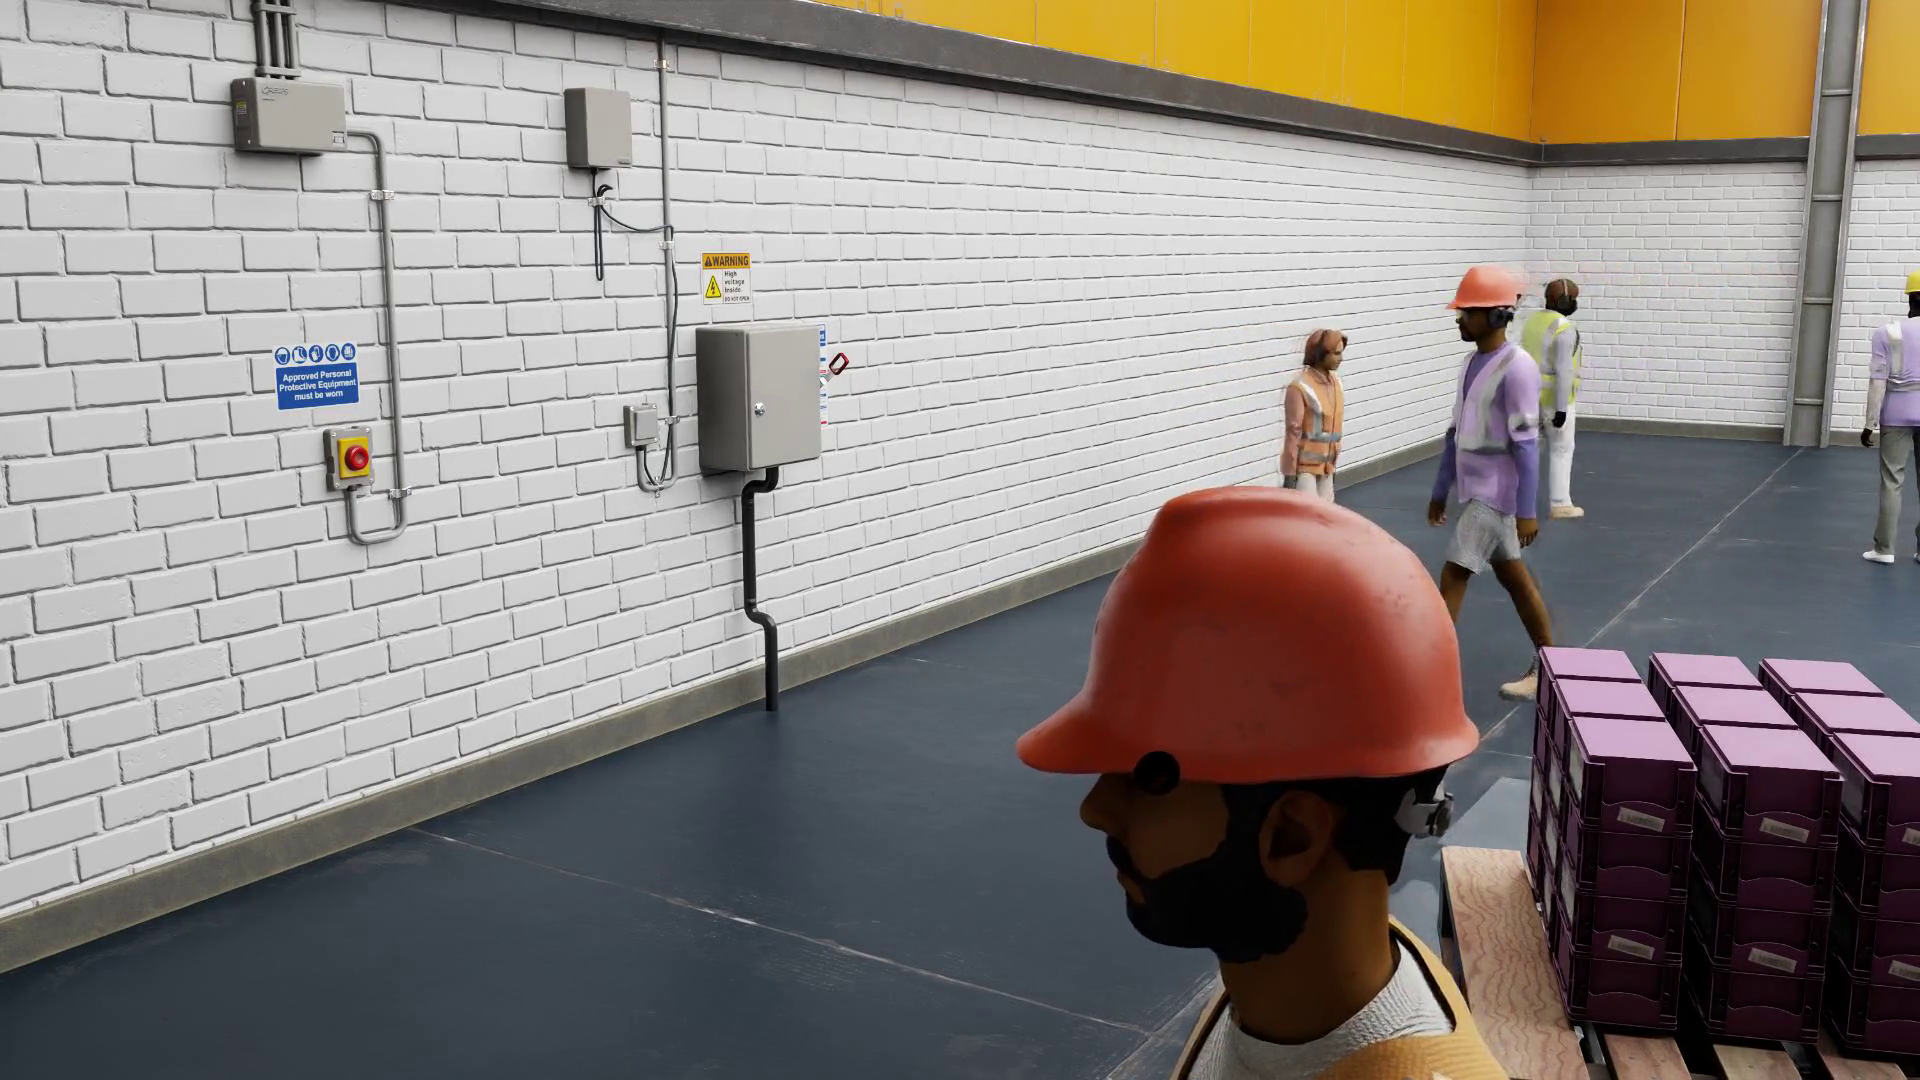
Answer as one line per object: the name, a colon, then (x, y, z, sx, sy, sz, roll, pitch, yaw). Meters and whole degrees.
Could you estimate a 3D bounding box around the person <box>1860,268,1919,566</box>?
person: (6.155, -0.790, 10.763, 0.594, 1.924, 0.382, 2, 10, 9)

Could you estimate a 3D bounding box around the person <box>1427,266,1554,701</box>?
person: (2.319, -0.229, 7.499, 1.066, 1.983, 0.627, 0, 10, -2)

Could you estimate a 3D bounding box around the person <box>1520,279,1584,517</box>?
person: (4.369, -1.059, 12.553, 0.765, 1.820, 0.635, -2, 11, -13)

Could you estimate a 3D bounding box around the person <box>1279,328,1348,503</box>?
person: (1.940, -0.406, 9.498, 0.547, 1.616, 0.597, -10, 14, -44)

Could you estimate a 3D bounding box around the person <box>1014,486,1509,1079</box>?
person: (0.224, 0.919, 1.260, 0.375, 1.935, 0.551, 0, 10, 1)
